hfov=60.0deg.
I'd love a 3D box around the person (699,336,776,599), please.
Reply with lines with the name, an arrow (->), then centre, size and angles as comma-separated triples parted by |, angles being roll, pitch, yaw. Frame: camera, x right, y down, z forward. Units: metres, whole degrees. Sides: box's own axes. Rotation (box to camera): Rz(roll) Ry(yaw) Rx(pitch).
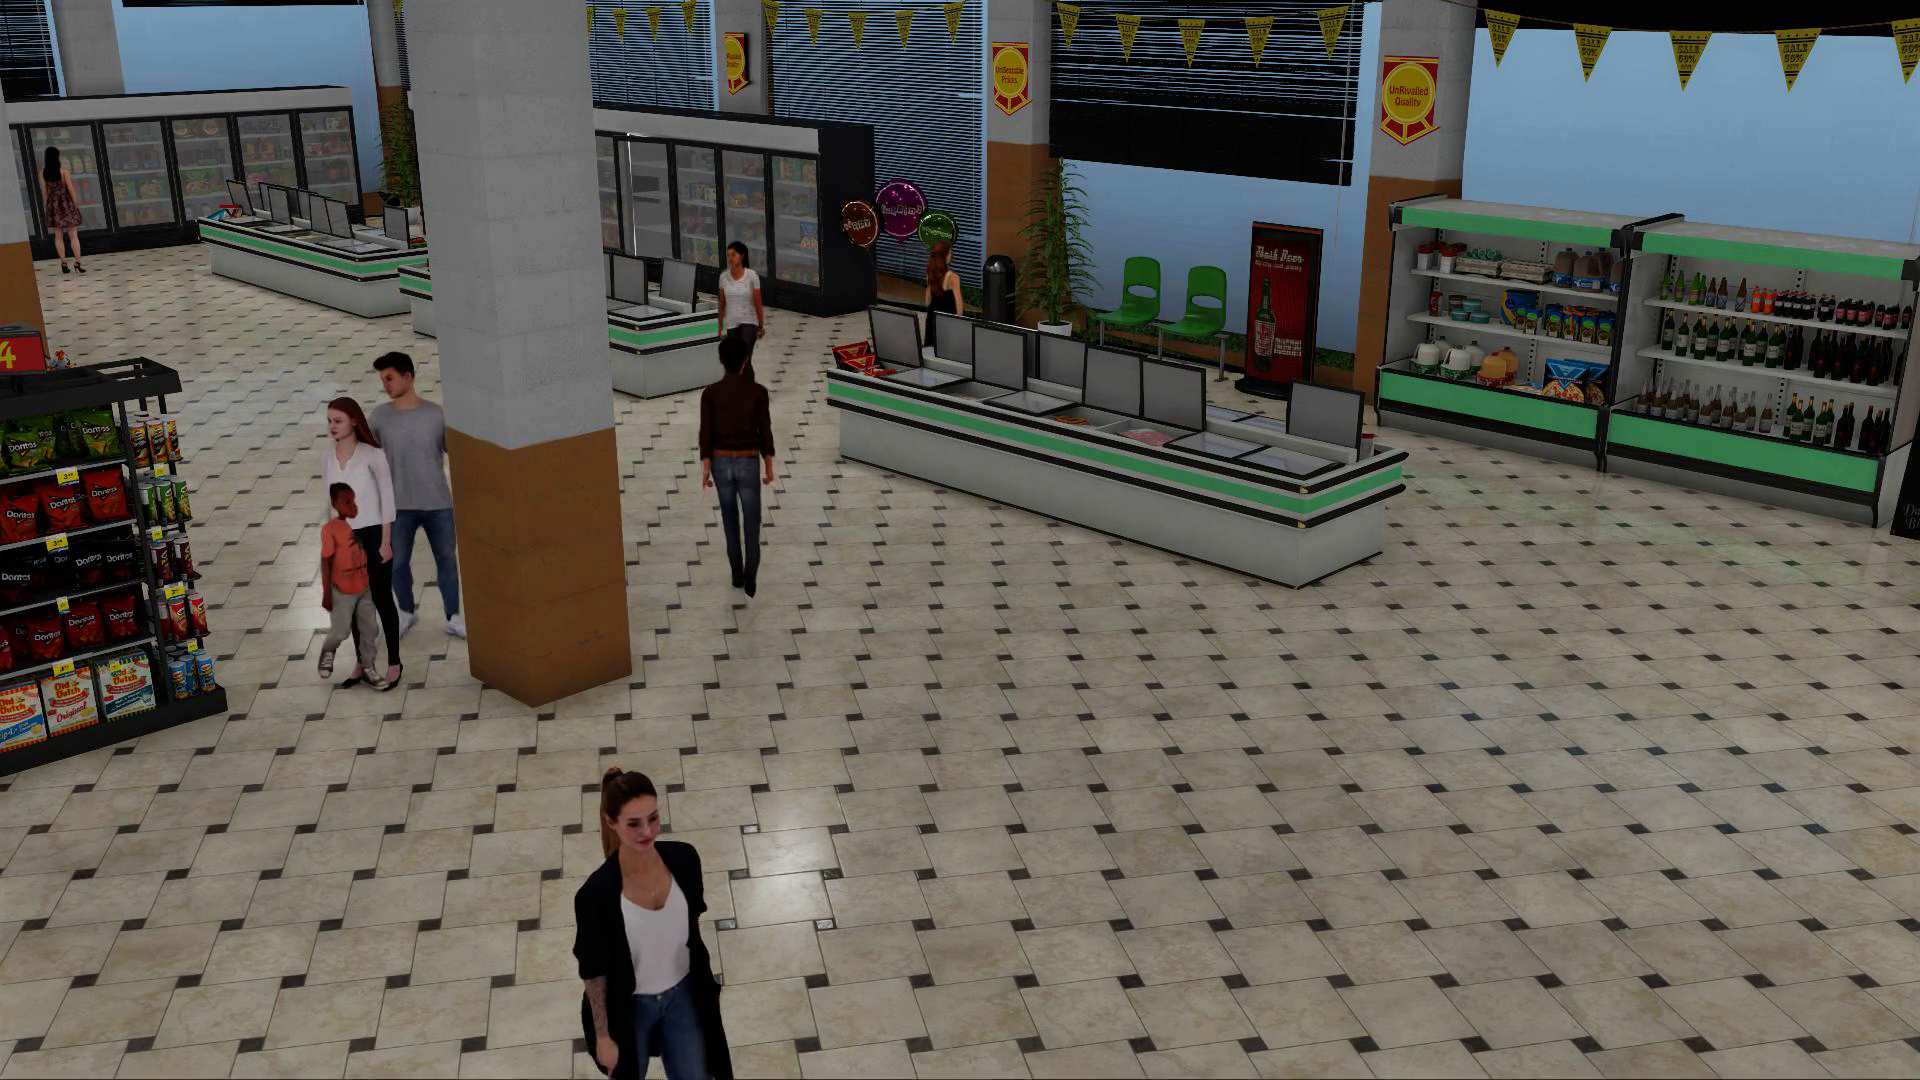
person -> -1.491, -0.450, 11.124 | 1.018, 1.759, 1.132 | -2, 19, -7

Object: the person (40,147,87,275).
person -> -12.778, -4.688, 23.666 | 0.802, 1.776, 0.849 | -3, 19, -8

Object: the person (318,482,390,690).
person -> -3.616, 0.249, 9.788 | 0.509, 1.287, 0.766 | -17, 25, -42

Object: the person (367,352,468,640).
person -> -3.402, -0.261, 10.382 | 0.931, 1.875, 0.843 | -11, 22, -30

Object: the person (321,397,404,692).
person -> -3.495, 0.024, 9.716 | 0.604, 1.759, 0.727 | 5, 19, 14

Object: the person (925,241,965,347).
person -> -0.185, -2.119, 16.287 | 0.563, 1.623, 0.681 | 13, 23, 34

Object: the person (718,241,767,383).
person -> -2.087, -2.105, 16.247 | 0.878, 1.622, 0.835 | 6, 20, 18

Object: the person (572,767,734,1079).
person -> -1.073, 1.510, 5.497 | 0.792, 1.640, 1.130 | -12, 22, -31
